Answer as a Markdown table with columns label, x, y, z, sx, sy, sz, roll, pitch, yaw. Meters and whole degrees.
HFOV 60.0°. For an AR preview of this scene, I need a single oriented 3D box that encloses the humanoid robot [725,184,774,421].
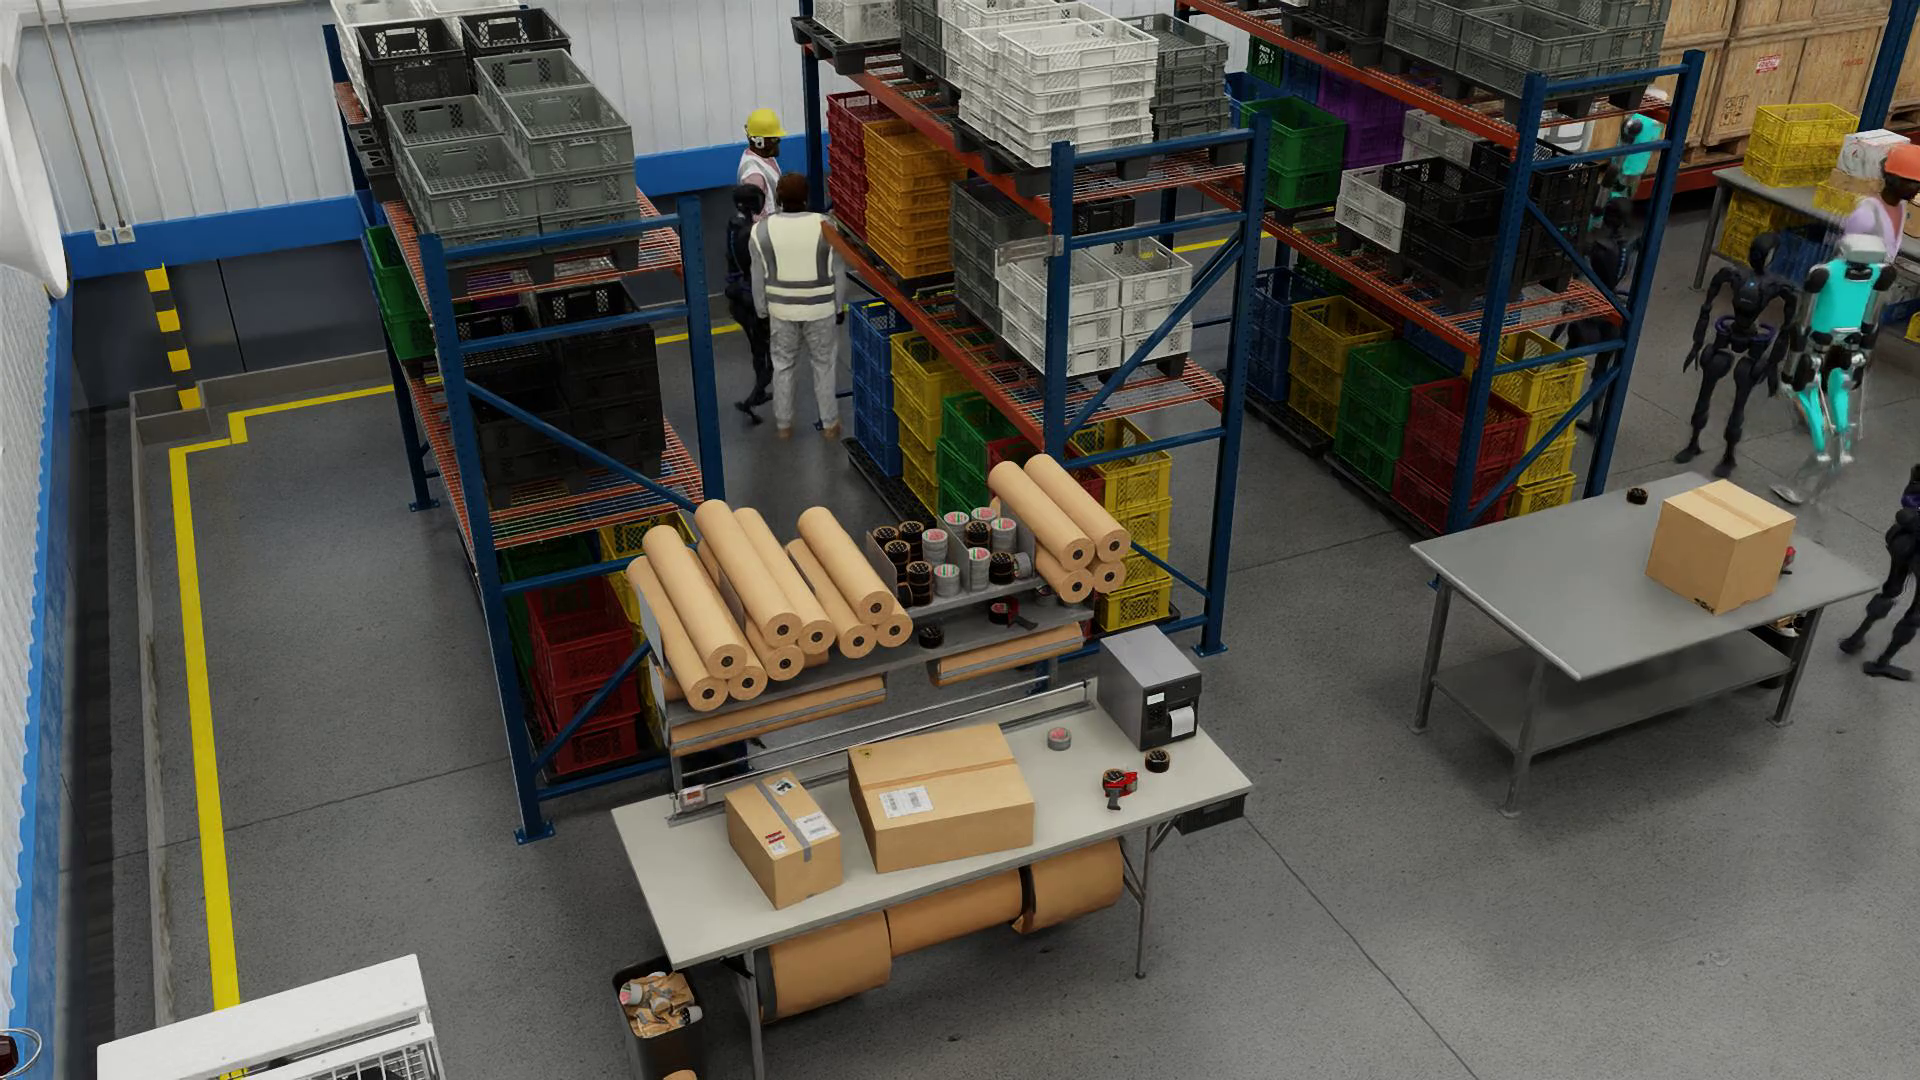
| label | x | y | z | sx | sy | sz | roll | pitch | yaw |
| --- | --- | --- | --- | --- | --- | --- | --- | --- | --- |
| humanoid robot | -1.408 | -1.612 | 11.249 | 0.482 | 1.648 | 0.610 | -25 | 39 | -34 |

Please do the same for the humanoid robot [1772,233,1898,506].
| label | x | y | z | sx | sy | sz | roll | pitch | yaw |
| --- | --- | --- | --- | --- | --- | --- | --- | --- | --- |
| humanoid robot | 5.317 | -0.905 | 10.076 | 0.531 | 1.837 | 0.663 | -2 | 32 | -3 |

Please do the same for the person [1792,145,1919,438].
| label | x | y | z | sx | sy | sz | roll | pitch | yaw |
| --- | --- | --- | --- | --- | --- | --- | --- | --- | --- |
| person | 5.916 | -1.588 | 10.872 | 0.631 | 2.026 | 0.443 | -25 | 40 | -35 |

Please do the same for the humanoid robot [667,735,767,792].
| label | x | y | z | sx | sy | sz | roll | pitch | yaw |
| --- | --- | --- | --- | --- | --- | --- | --- | --- | --- |
| humanoid robot | -1.044 | 0.922 | 7.163 | 0.723 | 1.623 | 0.614 | 11 | 33 | 18 |

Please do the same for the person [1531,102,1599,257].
| label | x | y | z | sx | sy | sz | roll | pitch | yaw |
| --- | --- | --- | --- | --- | --- | --- | --- | --- | --- |
| person | 4.756 | -3.017 | 13.330 | 0.574 | 1.884 | 0.356 | -10 | 33 | -16 |

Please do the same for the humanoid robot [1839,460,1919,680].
| label | x | y | z | sx | sy | sz | roll | pitch | yaw |
| --- | --- | --- | --- | --- | --- | --- | --- | --- | --- |
| humanoid robot | 5.035 | -0.013 | 8.644 | 0.382 | 1.643 | 0.600 | -8 | 32 | -12 |

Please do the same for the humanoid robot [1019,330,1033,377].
| label | x | y | z | sx | sy | sz | roll | pitch | yaw |
| --- | --- | --- | --- | --- | --- | --- | --- | --- | --- |
| humanoid robot | 0.579 | -1.725 | 11.409 | 0.543 | 1.815 | 0.751 | -14 | 34 | -21 |

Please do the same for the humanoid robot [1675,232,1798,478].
| label | x | y | z | sx | sy | sz | roll | pitch | yaw |
| --- | --- | --- | --- | --- | --- | --- | --- | --- | --- |
| humanoid robot | 4.930 | -1.193 | 10.561 | 0.590 | 1.641 | 0.368 | 22 | 38 | 31 |

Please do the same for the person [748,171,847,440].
| label | x | y | z | sx | sy | sz | roll | pitch | yaw |
| --- | --- | --- | --- | --- | --- | --- | --- | --- | --- |
| person | -1.053 | -1.527 | 10.964 | 0.633 | 1.835 | 0.432 | 0 | 32 | 0 |

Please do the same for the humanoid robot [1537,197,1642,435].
| label | x | y | z | sx | sy | sz | roll | pitch | yaw |
| --- | --- | --- | --- | --- | --- | --- | --- | --- | --- |
| humanoid robot | 4.232 | -1.512 | 11.077 | 0.609 | 1.641 | 0.479 | -7 | 32 | -11 |

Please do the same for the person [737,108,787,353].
| label | x | y | z | sx | sy | sz | roll | pitch | yaw |
| --- | --- | --- | --- | --- | --- | --- | --- | --- | --- |
| person | -1.408 | -2.249 | 12.145 | 0.405 | 1.824 | 0.584 | -1 | 32 | -1 |

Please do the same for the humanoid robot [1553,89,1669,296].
| label | x | y | z | sx | sy | sz | roll | pitch | yaw |
| --- | --- | --- | --- | --- | --- | --- | --- | --- | --- |
| humanoid robot | 4.924 | -2.647 | 12.906 | 0.531 | 1.801 | 0.811 | -25 | 39 | -34 |
